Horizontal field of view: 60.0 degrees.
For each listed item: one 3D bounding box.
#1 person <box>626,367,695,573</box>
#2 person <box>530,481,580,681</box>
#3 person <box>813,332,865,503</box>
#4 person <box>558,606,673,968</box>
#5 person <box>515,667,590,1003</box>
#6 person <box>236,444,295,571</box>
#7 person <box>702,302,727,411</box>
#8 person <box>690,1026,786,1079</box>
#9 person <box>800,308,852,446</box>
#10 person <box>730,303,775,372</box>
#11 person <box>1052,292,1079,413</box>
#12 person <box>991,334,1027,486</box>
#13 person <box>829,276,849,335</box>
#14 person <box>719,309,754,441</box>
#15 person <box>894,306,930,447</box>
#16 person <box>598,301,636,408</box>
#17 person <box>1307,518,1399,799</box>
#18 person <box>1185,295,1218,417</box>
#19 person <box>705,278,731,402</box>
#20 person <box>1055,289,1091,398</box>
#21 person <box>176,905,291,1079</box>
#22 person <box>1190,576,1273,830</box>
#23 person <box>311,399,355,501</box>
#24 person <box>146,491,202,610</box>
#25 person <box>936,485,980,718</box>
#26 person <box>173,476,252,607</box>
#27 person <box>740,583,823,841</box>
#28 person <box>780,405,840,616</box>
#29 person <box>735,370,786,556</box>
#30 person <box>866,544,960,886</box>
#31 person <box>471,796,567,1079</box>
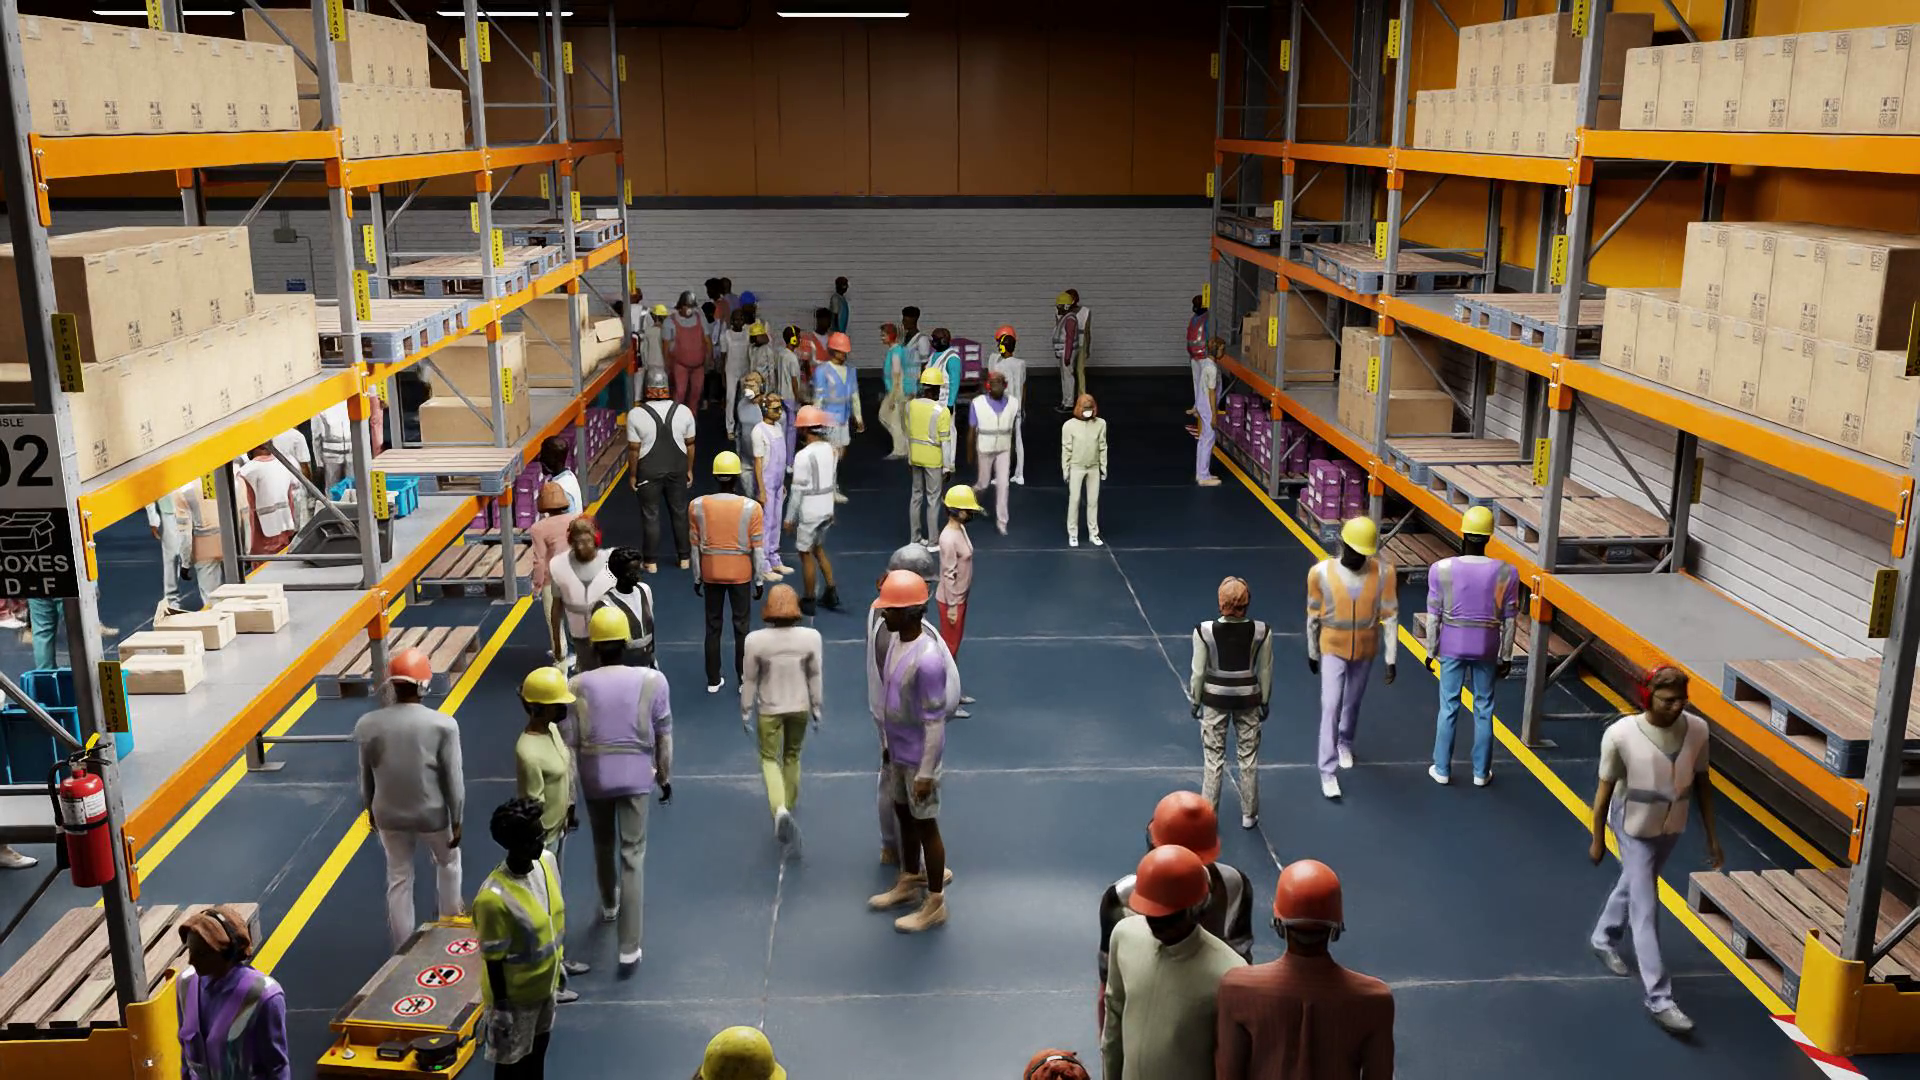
[{"bbox_3d":[-2.980,-0.704,16.482,0.689,2.000,0.537,-7,16,-25],"label":"person"},{"bbox_3d":[-3.184,0.338,13.204,0.280,1.631,0.507,11,18,37],"label":"person"},{"bbox_3d":[-1.403,-1.408,19.297,0.475,2.018,0.602,11,18,36],"label":"person"},{"bbox_3d":[-1.848,1.301,8.966,0.596,1.874,0.972,-2,14,-7],"label":"person"},{"bbox_3d":[-2.084,1.487,8.449,0.340,1.761,0.527,0,14,-1],"label":"person"},{"bbox_3d":[-5.897,-0.053,14.204,0.409,1.907,0.598,4,15,16],"label":"person"},{"bbox_3d":[-3.806,-2.809,25.457,0.539,1.686,0.320,-2,14,-10],"label":"person"},{"bbox_3d":[-0.688,2.321,5.224,0.321,1.737,0.483,3,15,10],"label":"person"},{"bbox_3d":[-1.873,-2.192,22.587,0.618,1.903,0.989,-11,18,-37],"label":"person"},{"bbox_3d":[-3.014,-2.540,24.157,0.661,1.810,0.507,0,14,1],"label":"person"},{"bbox_3d":[1.612,-2.865,25.400,0.403,1.824,0.593,-1,14,-5],"label":"person"},{"bbox_3d":[0.592,-1.579,20.287,0.510,1.860,0.333,-10,17,-33],"label":"person"},{"bbox_3d":[-1.997,-3.470,27.736,0.350,1.843,0.506,2,14,8],"label":"person"},{"bbox_3d":[-3.087,-2.299,23.159,0.505,1.838,0.350,-6,15,-21],"label":"person"},{"bbox_3d":[-0.642,-2.169,22.381,0.368,1.966,0.603,-9,17,-32],"label":"person"},{"bbox_3d":[-4.941,-2.530,24.029,0.677,1.849,1.031,-14,20,-43],"label":"person"},{"bbox_3d":[2.617,0.739,11.179,0.585,1.863,0.955,0,14,2],"label":"person"},{"bbox_3d":[3.613,-2.763,24.997,0.432,1.836,0.618,-5,15,-20],"label":"person"},{"bbox_3d":[-3.819,-3.182,26.384,0.389,1.954,0.706,-1,14,-4],"label":"person"},{"bbox_3d":[1.762,-2.994,25.897,0.580,1.830,0.410,5,15,20],"label":"person"},{"bbox_3d":[-2.680,2.121,6.214,0.519,1.633,0.311,6,16,23],"label":"person"},{"bbox_3d":[1.702,1.035,10.454,0.514,1.642,0.311,1,14,3],"label":"person"},{"bbox_3d":[-6.425,-0.835,17.314,0.574,1.883,0.360,-9,17,-31],"label":"person"},{"bbox_3d":[-6.976,-0.238,14.929,0.588,1.909,0.402,-9,17,-31],"label":"person"},{"bbox_3d":[-0.014,0.449,12.509,0.325,1.765,0.534,2,14,8],"label":"person"},{"bbox_3d":[-6.065,0.101,13.548,0.369,1.928,0.586,14,20,43],"label":"person"},{"bbox_3d":[-1.086,1.081,10.320,0.530,1.612,0.606,-4,15,-16],"label":"person"},{"bbox_3d":[-1.355,-0.254,14.936,0.428,1.928,0.567,7,16,26],"label":"person"},{"bbox_3d":[-2.039,-0.759,16.901,0.627,1.941,0.371,10,17,34],"label":"person"},{"bbox_3d":[-0.267,1.003,9.782,0.537,2.000,0.680,-5,15,-19],"label":"person"},{"bbox_3d":[-1.835,1.880,7.025,0.321,1.696,0.536,4,15,16],"label":"person"}]
